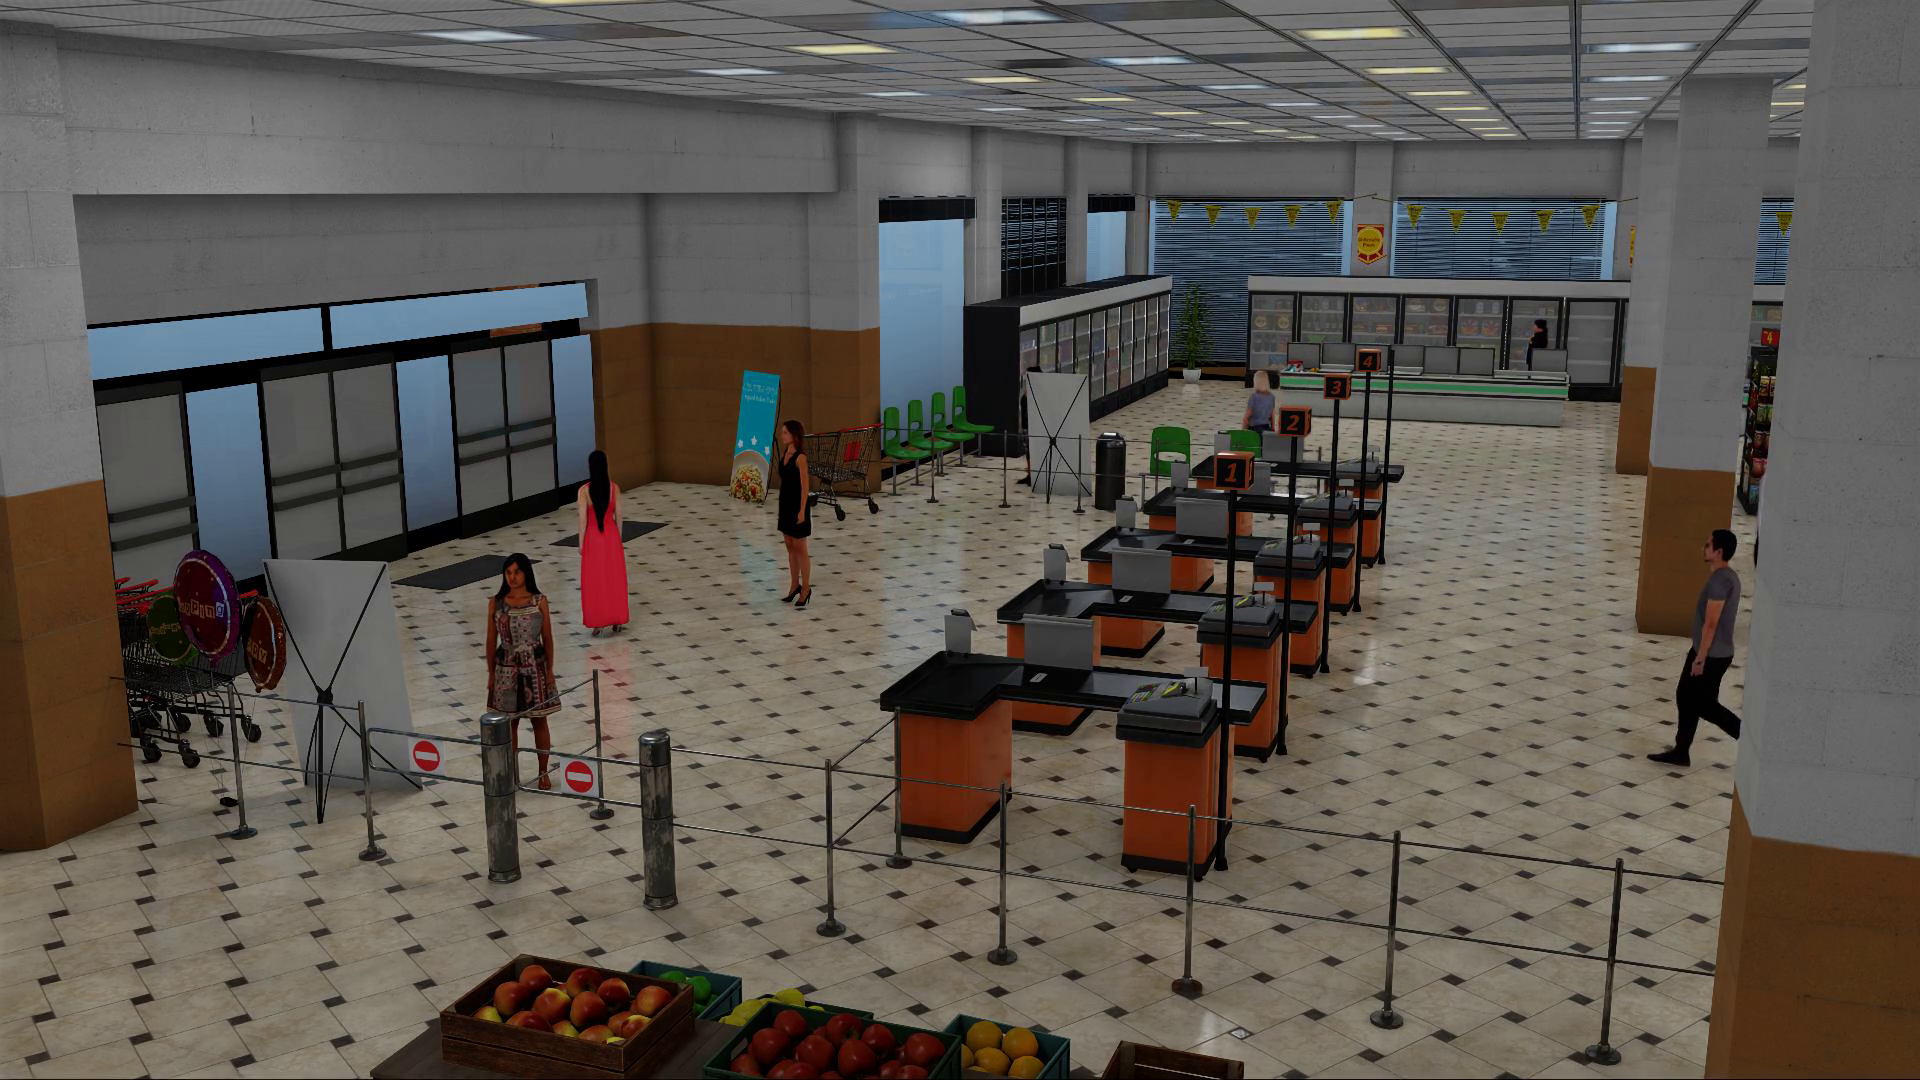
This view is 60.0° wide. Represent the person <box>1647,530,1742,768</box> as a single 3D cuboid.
[{"bbox_3d":[5.279,0.806,11.515,0.997,1.731,0.626,5,13,23],"label":"person"}]

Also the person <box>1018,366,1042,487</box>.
[{"bbox_3d":[1.001,-1.586,23.042,0.713,1.663,0.649,-6,13,-26],"label":"person"}]

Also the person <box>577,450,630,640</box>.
[{"bbox_3d":[-3.276,0.035,15.192,0.716,1.726,0.750,-8,14,-33],"label":"person"}]

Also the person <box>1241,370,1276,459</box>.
[{"bbox_3d":[4.003,-1.357,21.870,0.852,1.697,0.975,-9,15,-36],"label":"person"}]

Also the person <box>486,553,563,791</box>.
[{"bbox_3d":[-2.979,0.891,11.323,0.642,1.645,0.784,-2,12,-8],"label":"person"}]

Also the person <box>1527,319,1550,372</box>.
[{"bbox_3d":[10.818,-3.290,31.116,0.656,1.670,0.715,6,13,27],"label":"person"}]

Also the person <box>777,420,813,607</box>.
[{"bbox_3d":[-1.626,-0.262,16.341,0.727,1.834,0.631,-9,15,-36],"label":"person"}]
